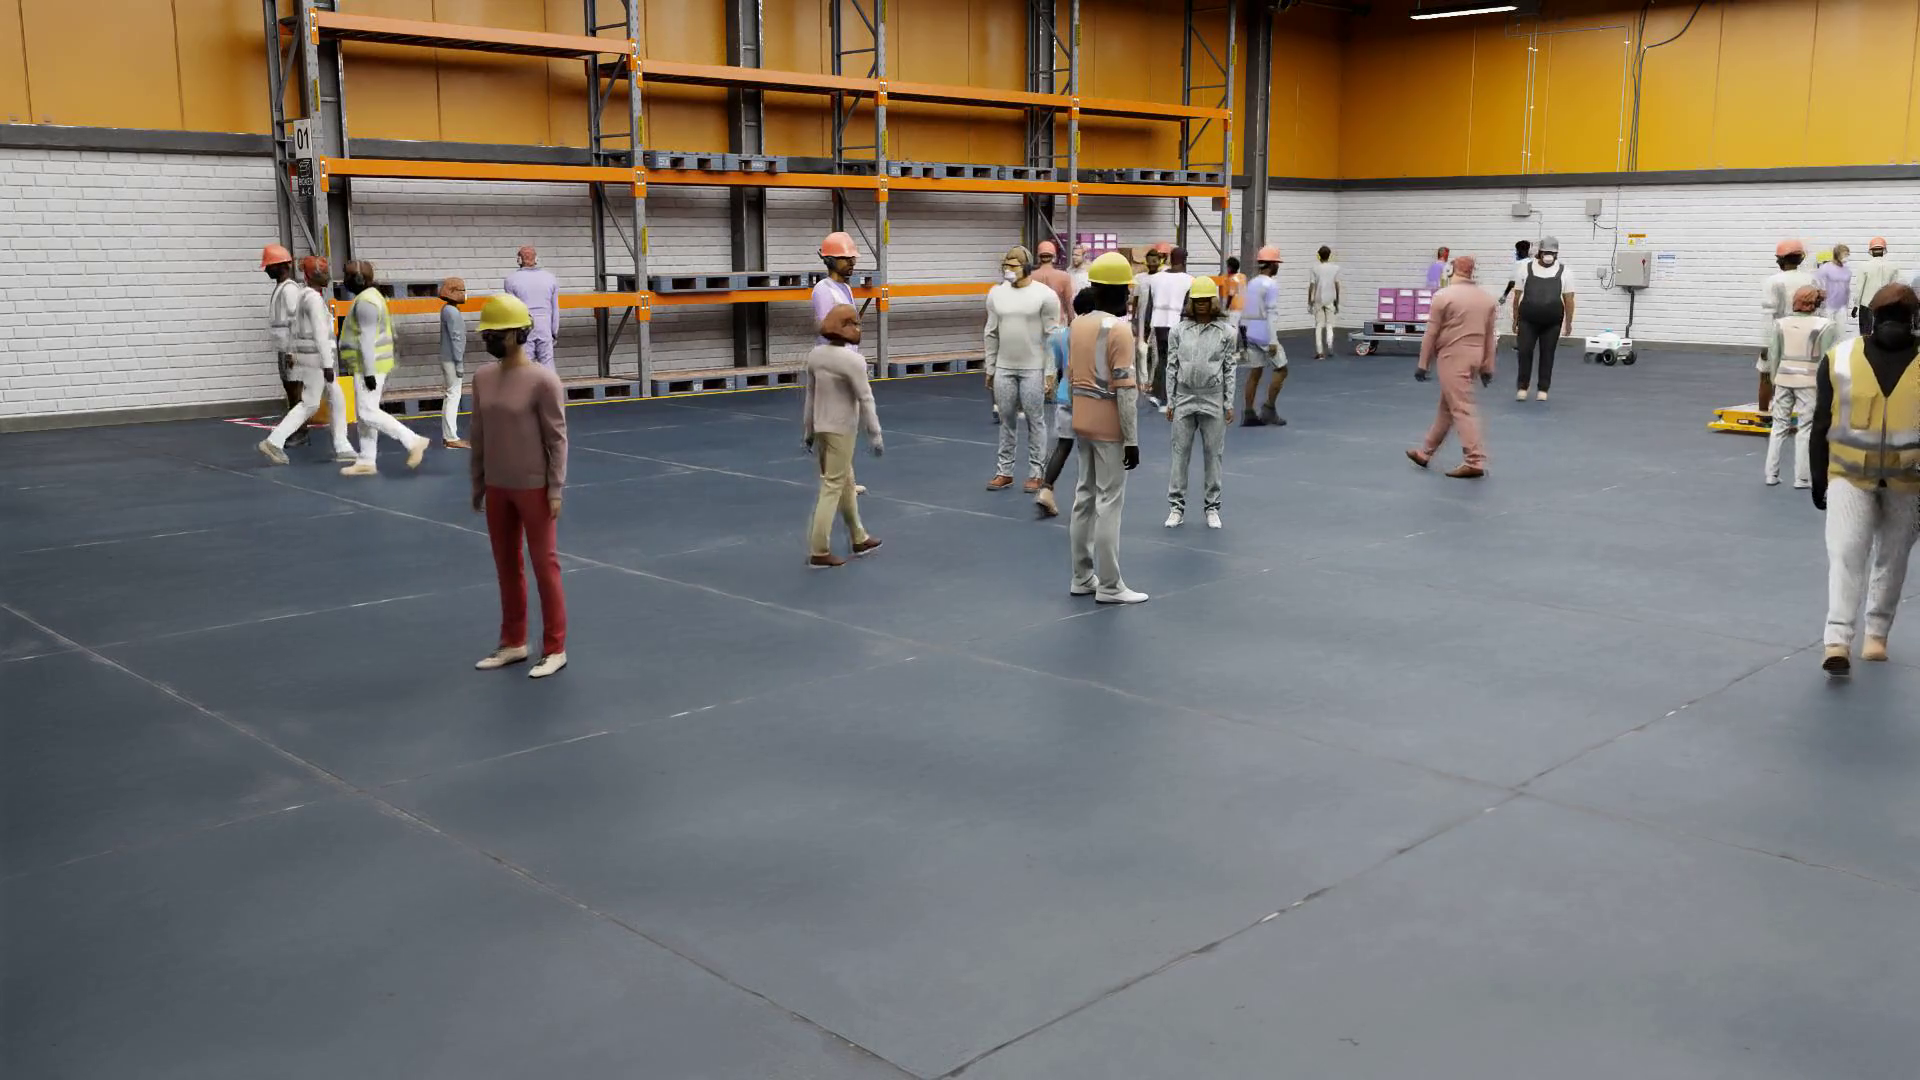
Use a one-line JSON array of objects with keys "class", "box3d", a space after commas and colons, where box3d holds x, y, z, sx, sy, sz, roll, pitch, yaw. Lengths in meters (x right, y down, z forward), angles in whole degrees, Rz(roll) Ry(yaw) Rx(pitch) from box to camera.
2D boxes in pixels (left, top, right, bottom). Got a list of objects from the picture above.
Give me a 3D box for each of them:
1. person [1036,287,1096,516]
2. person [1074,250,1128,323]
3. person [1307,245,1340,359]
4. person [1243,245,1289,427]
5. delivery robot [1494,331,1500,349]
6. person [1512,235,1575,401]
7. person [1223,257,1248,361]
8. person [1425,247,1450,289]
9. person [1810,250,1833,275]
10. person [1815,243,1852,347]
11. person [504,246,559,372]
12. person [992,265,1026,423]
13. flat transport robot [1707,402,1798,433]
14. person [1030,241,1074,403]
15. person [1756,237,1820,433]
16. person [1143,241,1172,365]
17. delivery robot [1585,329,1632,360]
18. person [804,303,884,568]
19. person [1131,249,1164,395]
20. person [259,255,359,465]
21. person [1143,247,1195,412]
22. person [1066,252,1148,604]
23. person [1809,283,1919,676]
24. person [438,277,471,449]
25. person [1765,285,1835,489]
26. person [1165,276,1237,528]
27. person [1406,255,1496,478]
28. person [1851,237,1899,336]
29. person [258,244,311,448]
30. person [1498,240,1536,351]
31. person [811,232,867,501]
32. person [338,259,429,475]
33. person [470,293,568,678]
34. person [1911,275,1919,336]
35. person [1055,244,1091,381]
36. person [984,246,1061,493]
[{"class": "person", "box3d": [0.860, -0.995, 12.031, 0.534, 1.670, 0.840, 7, 13, 34]}, {"class": "person", "box3d": [1.664, -2.468, 19.535, 0.676, 1.854, 0.385, -1, 10, -4]}, {"class": "person", "box3d": [5.944, -3.883, 27.205, 0.544, 1.860, 0.411, 0, 10, -2]}, {"class": "person", "box3d": [3.264, -2.141, 17.570, 0.609, 1.913, 0.563, -4, 11, -21]}, {"class": "delivery robot", "box3d": [8.661, -3.398, 27.873, 0.707, 0.478, 0.477, 6, 12, 31]}, {"class": "person", "box3d": [7.083, -2.688, 20.203, 0.708, 2.000, 0.703, 3, 11, 18]}, {"class": "person", "box3d": [4.492, -3.719, 26.847, 0.362, 1.671, 0.592, 7, 13, 34]}, {"class": "person", "box3d": [8.479, -4.279, 29.491, 0.477, 1.812, 0.602, -4, 11, -22]}, {"class": "person", "box3d": [13.735, -3.743, 26.650, 0.917, 1.796, 0.593, 9, 14, 42]}, {"class": "person", "box3d": [12.746, -3.394, 24.437, 0.640, 1.911, 0.689, -4, 11, -20]}, {"class": "person", "box3d": [-4.858, -2.371, 18.851, 0.640, 1.905, 0.410, -8, 13, -36]}, {"class": "person", "box3d": [0.542, -2.174, 18.054, 0.526, 1.813, 0.914, 3, 11, 16]}, {"class": "flat transport robot", "box3d": [8.452, -1.283, 17.367, 1.431, 0.197, 0.652, -9, 14, -41]}, {"class": "person", "box3d": [1.066, -2.653, 20.241, 0.631, 1.969, 0.926, 2, 11, 11]}, {"class": "person", "box3d": [8.372, -2.035, 16.747, 0.620, 2.015, 0.949, -1, 10, -8]}, {"class": "person", "box3d": [3.081, -3.627, 25.640, 0.583, 1.923, 0.396, 10, 14, 43]}, {"class": "delivery robot", "box3d": [10.163, -3.068, 26.060, 0.477, 0.478, 0.707, -6, 12, -25]}, {"class": "person", "box3d": [-0.654, -0.644, 10.230, 0.756, 1.600, 0.534, -9, 14, -40]}, {"class": "person", "box3d": [2.440, -2.763, 21.154, 0.546, 1.842, 0.548, 1, 10, 7]}, {"class": "person", "box3d": [-5.753, -1.574, 14.662, 0.874, 1.858, 0.600, -4, 11, -22]}, {"class": "person", "box3d": [2.425, -2.415, 19.126, 0.621, 1.888, 0.494, 7, 12, 32]}, {"class": "person", "box3d": [0.804, -0.610, 9.178, 0.365, 1.927, 0.588, -6, 12, -28]}, {"class": "person", "box3d": [4.243, -0.268, 7.650, 0.641, 1.791, 0.958, 6, 12, 29]}, {"class": "person", "box3d": [-4.825, -1.686, 15.881, 0.287, 1.625, 0.497, -5, 11, -24]}, {"class": "person", "box3d": [6.727, -1.223, 13.345, 0.315, 1.631, 0.517, -6, 12, -31]}, {"class": "person", "box3d": [1.661, -0.945, 11.509, 0.484, 1.745, 0.296, 2, 11, 10]}, {"class": "person", "box3d": [4.168, -1.478, 14.128, 0.618, 1.841, 0.973, -8, 13, -36]}, {"class": "person", "box3d": [13.566, -3.488, 24.701, 0.613, 1.991, 0.391, 1, 10, 4]}, {"class": "person", "box3d": [-6.441, -1.841, 15.874, 0.366, 1.935, 0.543, -6, 12, -31]}, {"class": "person", "box3d": [9.751, -4.207, 28.766, 0.621, 1.936, 0.658, -8, 13, -39]}, {"class": "person", "box3d": [-0.919, -1.324, 12.758, 0.378, 2.044, 0.607, 2, 11, 11]}, {"class": "person", "box3d": [-4.898, -1.443, 14.004, 0.657, 1.830, 0.635, -3, 11, -14]}, {"class": "person", "box3d": [-2.042, -0.243, 7.625, 0.533, 1.765, 0.330, 5, 12, 28]}, {"class": "person", "box3d": [10.368, -2.191, 17.805, 0.708, 1.923, 0.632, -3, 11, -18]}, {"class": "person", "box3d": [1.567, -3.109, 22.880, 0.608, 1.890, 0.681, -9, 14, -40]}, {"class": "person", "box3d": [0.482, -1.338, 13.122, 0.630, 1.936, 0.366, 5, 12, 28]}]
